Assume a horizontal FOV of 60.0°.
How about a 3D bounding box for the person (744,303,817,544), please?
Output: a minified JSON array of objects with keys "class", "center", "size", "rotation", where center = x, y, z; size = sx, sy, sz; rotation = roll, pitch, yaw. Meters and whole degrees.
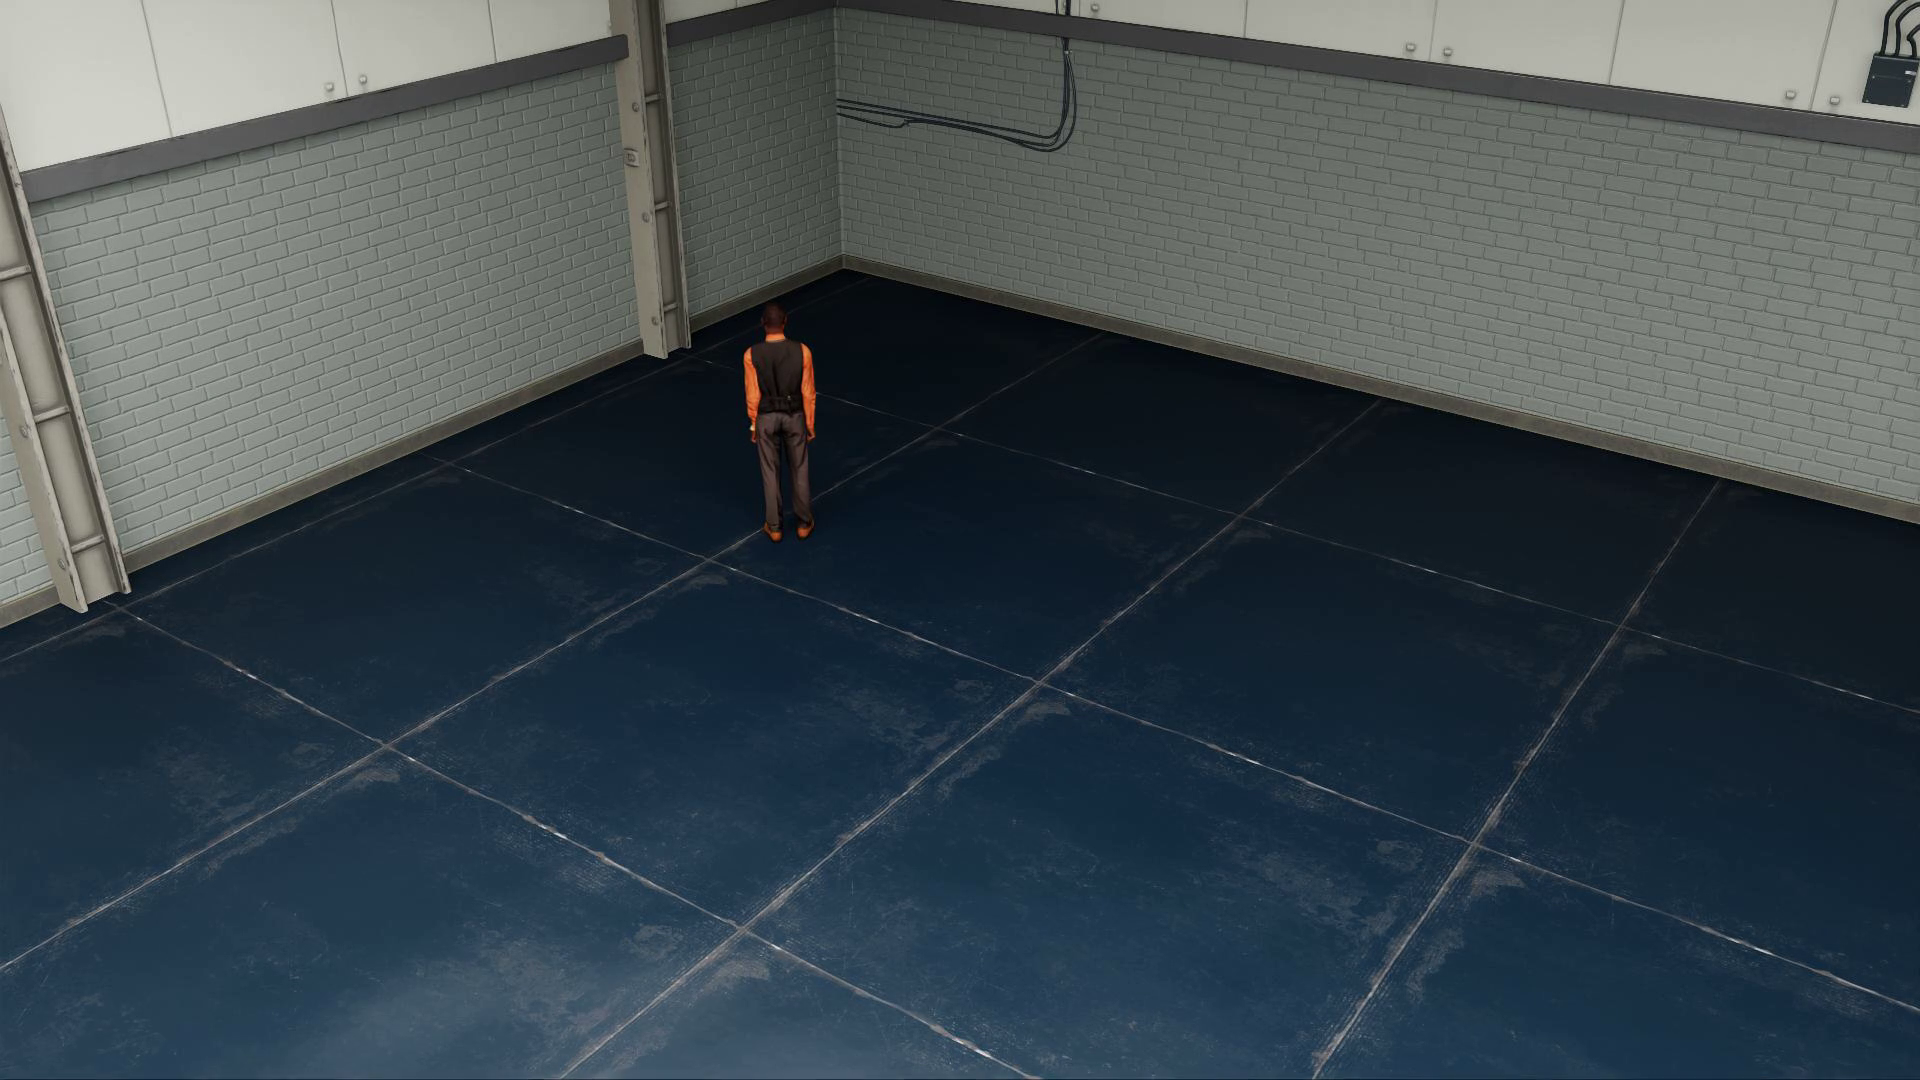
[{"class":"person","center":[-1.355,-0.888,12.639],"size":[0.780,1.907,0.838],"rotation":[-4,28,-8]}]
